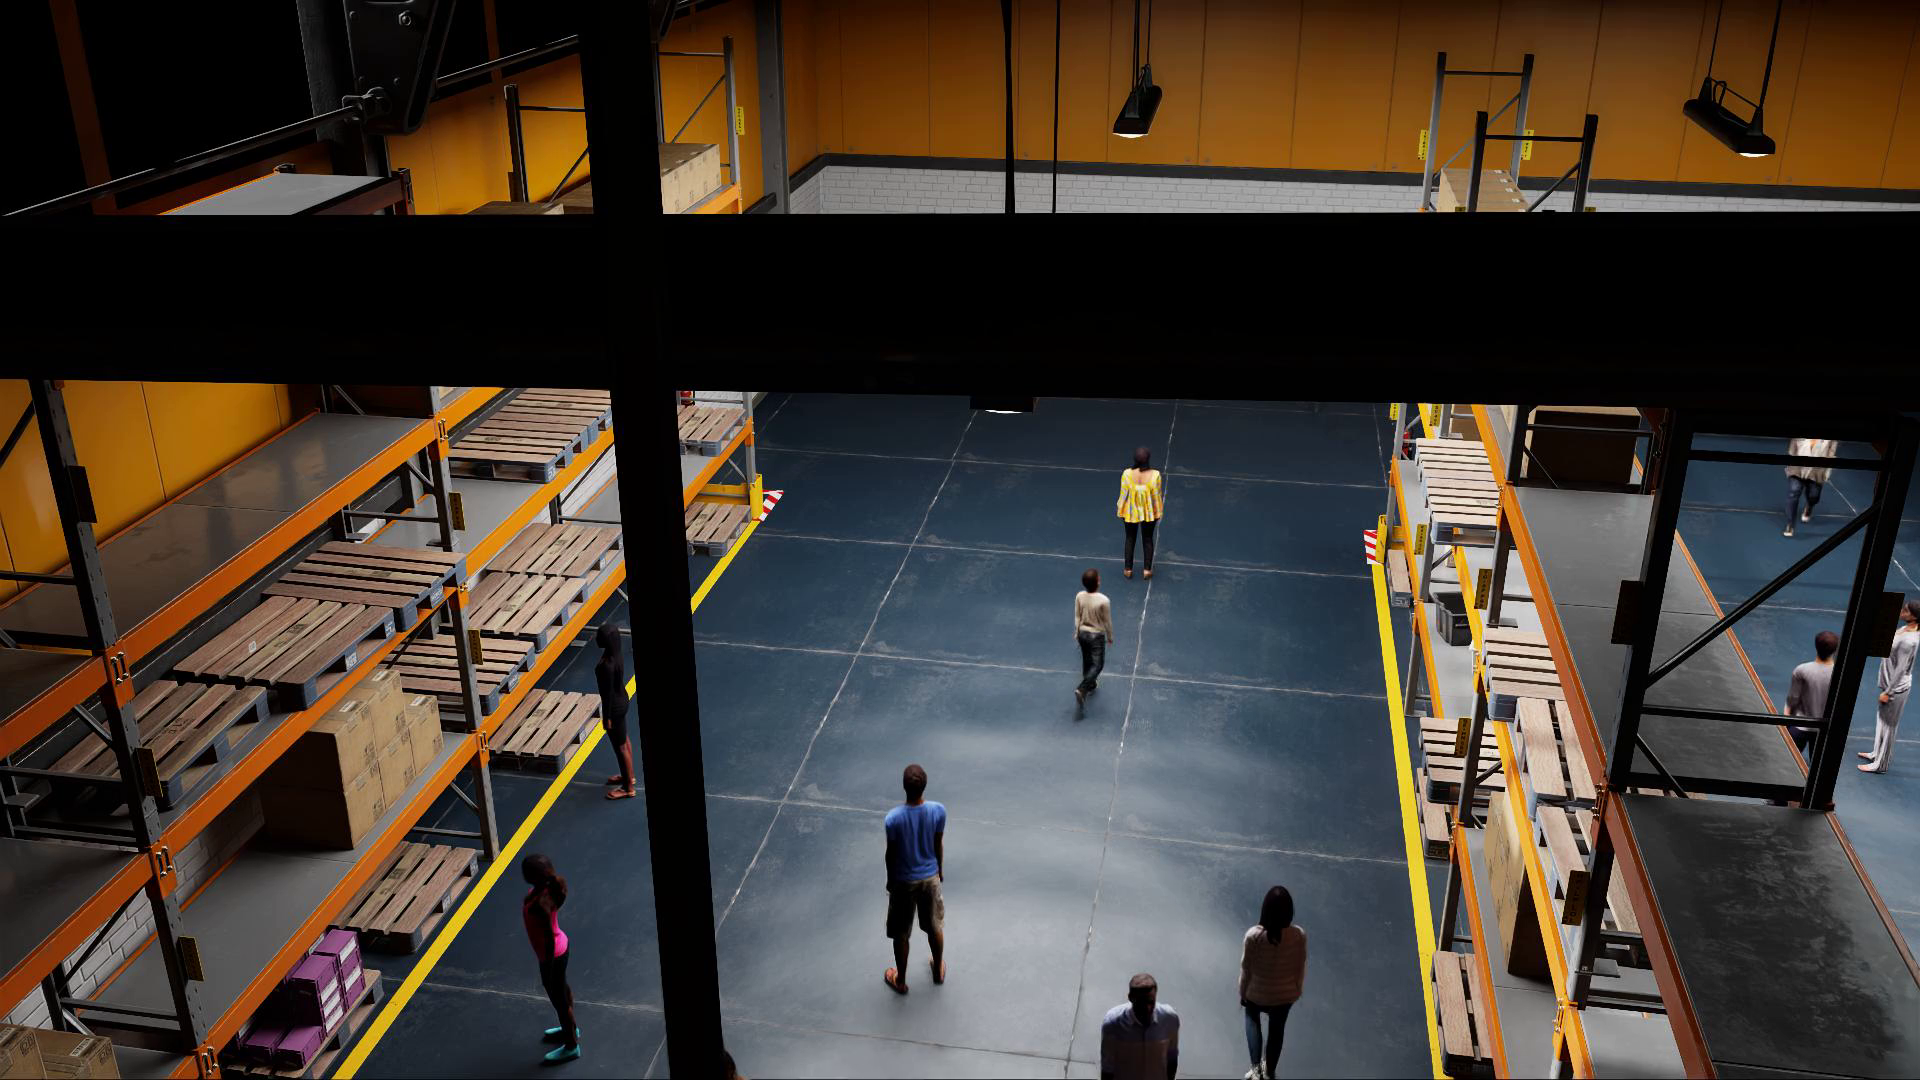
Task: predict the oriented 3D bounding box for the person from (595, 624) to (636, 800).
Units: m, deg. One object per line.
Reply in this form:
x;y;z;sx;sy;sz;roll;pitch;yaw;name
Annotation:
-3.166;1.547;15.244;0.715;1.723;0.541;-3;24;-7;person

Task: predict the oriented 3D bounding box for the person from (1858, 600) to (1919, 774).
8.784;1.362;15.606;0.714;1.774;0.577;13;27;28;person

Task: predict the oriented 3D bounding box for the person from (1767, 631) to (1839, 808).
7.598;1.660;14.839;0.664;1.842;0.543;5;24;12;person

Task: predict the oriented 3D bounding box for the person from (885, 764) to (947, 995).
-0.330;2.585;12.711;0.773;1.852;0.793;-9;25;-20;person

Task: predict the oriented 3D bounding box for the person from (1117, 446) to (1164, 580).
2.123;-0.319;19.600;0.712;1.655;0.744;3;24;6;person

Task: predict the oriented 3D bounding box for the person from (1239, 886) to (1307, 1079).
2.189;3.182;11.625;0.650;1.626;0.663;1;24;3;person

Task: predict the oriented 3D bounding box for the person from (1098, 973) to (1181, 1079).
1.114;3.484;10.739;0.902;1.784;1.209;-2;24;-5;person

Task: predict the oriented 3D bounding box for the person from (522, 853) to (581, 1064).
-2.931;2.980;11.966;0.686;1.724;0.578;-4;24;-9;person

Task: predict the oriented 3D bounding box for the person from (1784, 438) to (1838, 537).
10.657;-0.985;20.854;0.888;1.871;1.078;13;27;28;person

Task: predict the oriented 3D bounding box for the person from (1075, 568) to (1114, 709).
1.311;1.005;16.833;0.761;1.446;0.967;14;27;29;person
